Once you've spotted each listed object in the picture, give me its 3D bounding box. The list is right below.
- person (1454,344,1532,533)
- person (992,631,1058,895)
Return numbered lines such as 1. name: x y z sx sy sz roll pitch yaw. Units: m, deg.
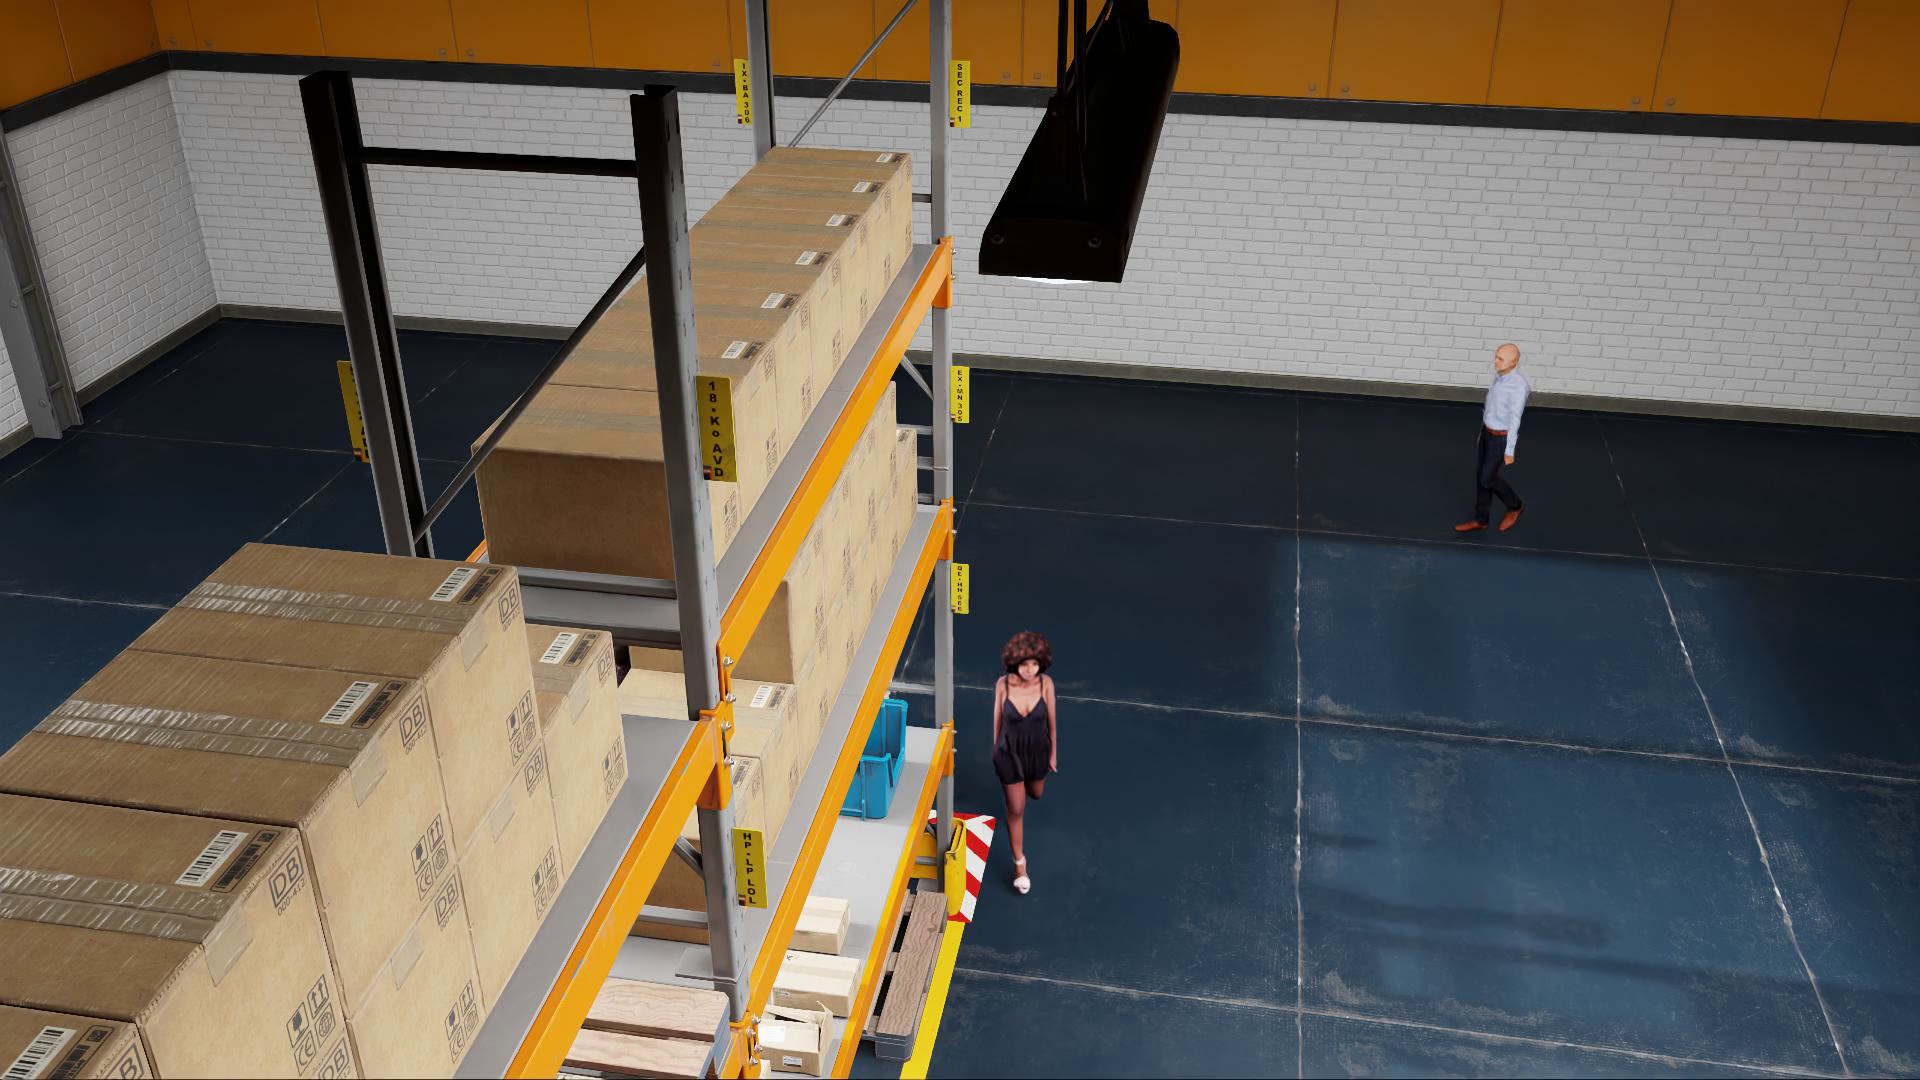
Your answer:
1. person: 4.722 -0.867 14.404 0.848 1.779 0.857 -5 29 -9
2. person: 0.379 1.308 10.439 0.775 1.759 1.125 -3 29 -6
